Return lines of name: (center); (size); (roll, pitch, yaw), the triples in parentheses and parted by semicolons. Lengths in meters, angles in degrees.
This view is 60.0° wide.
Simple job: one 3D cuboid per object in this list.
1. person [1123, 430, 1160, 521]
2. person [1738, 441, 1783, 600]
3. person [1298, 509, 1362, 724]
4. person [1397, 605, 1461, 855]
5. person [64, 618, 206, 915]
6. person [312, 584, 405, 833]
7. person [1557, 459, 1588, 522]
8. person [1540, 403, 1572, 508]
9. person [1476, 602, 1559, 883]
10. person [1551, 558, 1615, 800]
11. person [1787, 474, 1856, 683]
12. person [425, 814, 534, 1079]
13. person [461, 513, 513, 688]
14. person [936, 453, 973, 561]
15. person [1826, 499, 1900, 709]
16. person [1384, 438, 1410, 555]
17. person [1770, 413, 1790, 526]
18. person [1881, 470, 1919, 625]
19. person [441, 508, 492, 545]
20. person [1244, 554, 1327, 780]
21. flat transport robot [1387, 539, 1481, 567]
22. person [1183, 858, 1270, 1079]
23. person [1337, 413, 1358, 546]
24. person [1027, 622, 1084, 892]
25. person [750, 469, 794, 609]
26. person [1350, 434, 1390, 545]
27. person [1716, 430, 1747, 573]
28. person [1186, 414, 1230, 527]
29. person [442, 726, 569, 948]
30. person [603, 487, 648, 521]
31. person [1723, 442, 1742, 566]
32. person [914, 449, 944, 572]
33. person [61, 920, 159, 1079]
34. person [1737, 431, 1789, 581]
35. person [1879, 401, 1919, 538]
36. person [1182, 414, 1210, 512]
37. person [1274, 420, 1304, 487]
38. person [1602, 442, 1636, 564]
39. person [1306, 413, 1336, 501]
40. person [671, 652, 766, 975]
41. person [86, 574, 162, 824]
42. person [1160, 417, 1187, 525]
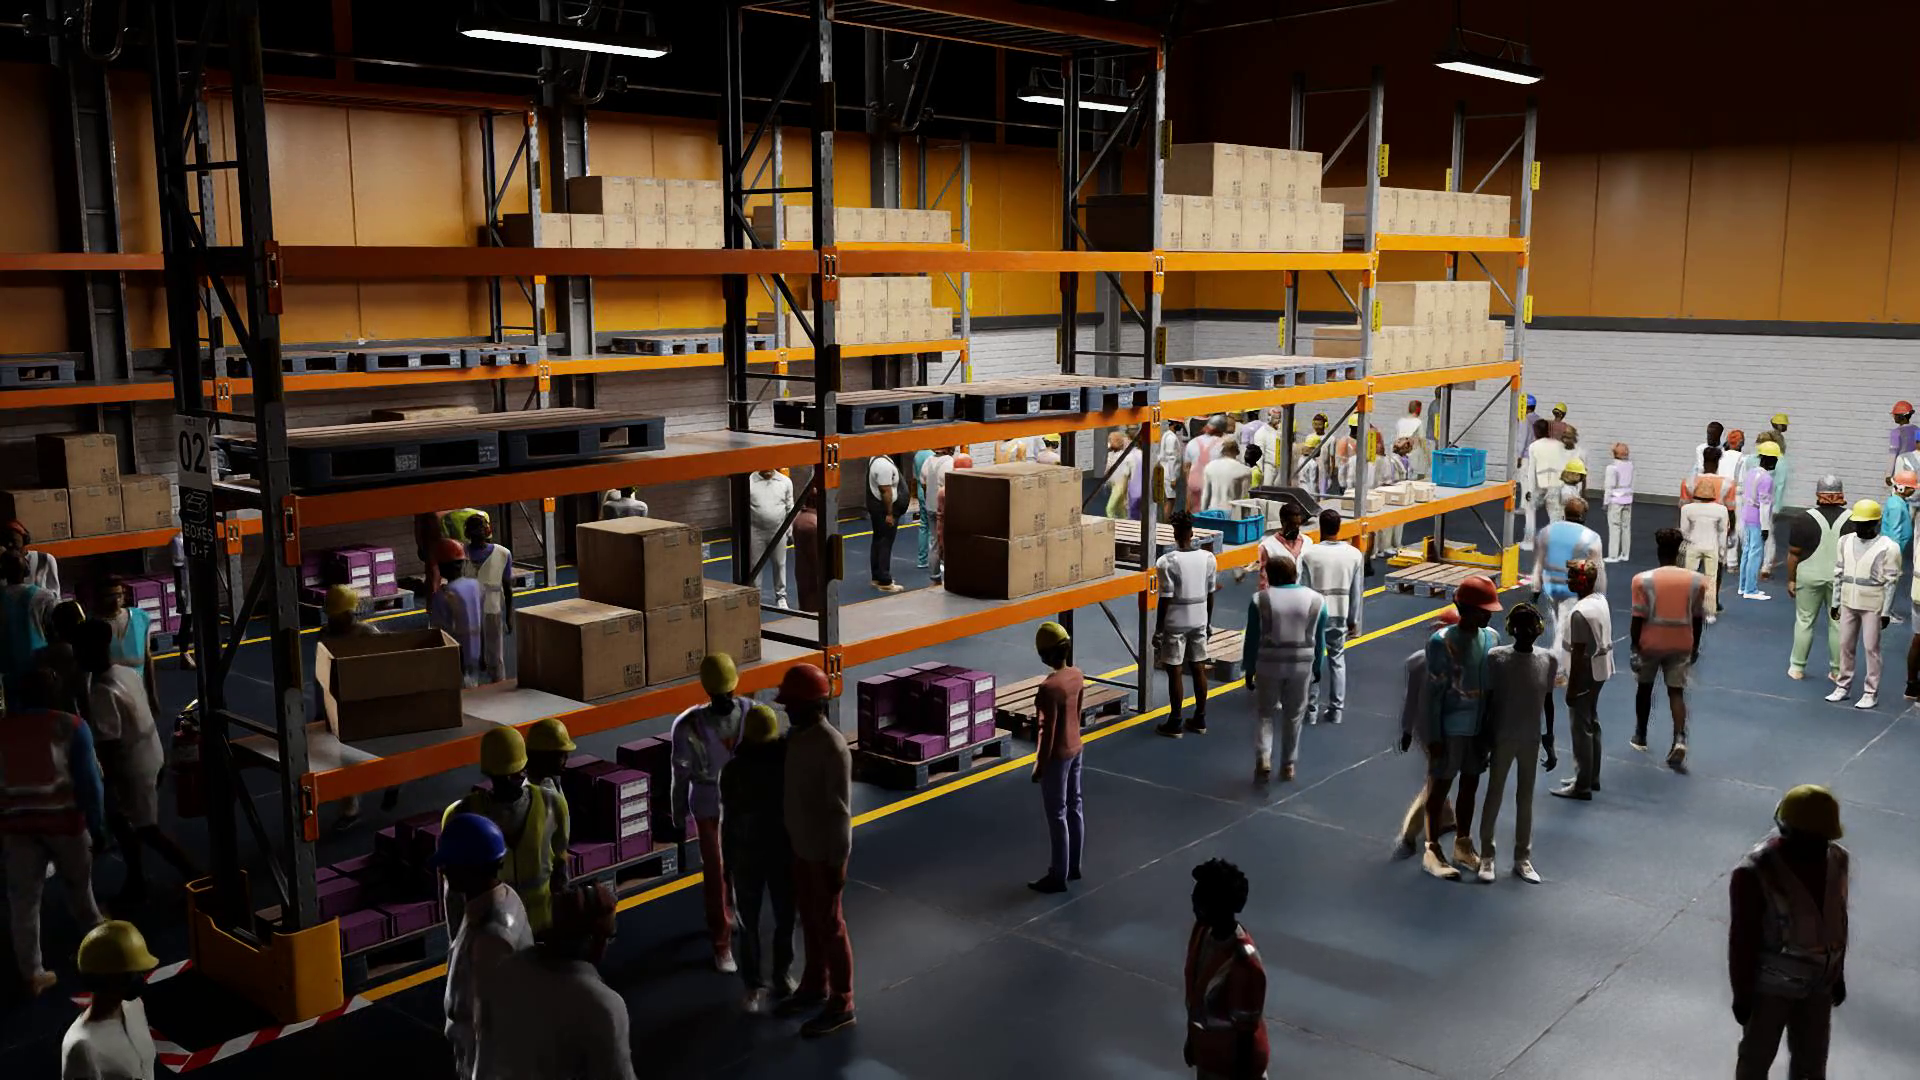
person: (2.461, -0.583, 22.492); (0.543, 1.795, 0.936); (0, 10, 2)
person: (9.657, -0.236, 20.062); (0.397, 1.920, 0.586); (2, 10, 10)
person: (3.237, 0.680, 14.633); (0.603, 1.906, 0.399); (-2, 10, -14)
person: (3.297, 1.306, 11.526); (0.909, 1.698, 0.539); (-8, 12, -38)
person: (-5.081, 1.405, 10.369); (0.783, 1.909, 0.671); (-3, 10, -16)
person: (-4.332, 1.181, 11.923); (0.621, 1.812, 0.534); (4, 10, 21)
person: (7.283, -0.107, 19.857); (0.324, 1.730, 0.491); (5, 11, 29)
person: (9.828, -1.386, 27.420); (0.532, 1.756, 0.337); (8, 12, 39)
person: (3.657, 1.322, 10.896); (0.520, 1.873, 0.328); (0, 10, 3)
person: (4.753, 1.052, 12.628); (0.392, 1.836, 0.561); (6, 11, 32)
person: (8.389, 0.359, 16.143); (0.679, 2.000, 0.535); (4, 10, 22)
person: (-1.854, 2.016, 6.566); (0.416, 1.941, 0.612); (-2, 10, -13)
person: (-4.272, 0.671, 14.844); (0.567, 1.849, 0.386); (-2, 10, -9)
person: (0.045, 0.031, 18.274); (0.614, 1.987, 0.408); (0, 10, -1)
person: (8.241, 0.578, 15.206); (0.391, 1.920, 0.587); (-5, 11, -28)
person: (6.087, -0.613, 23.181); (0.318, 1.631, 0.522); (8, 12, 40)
person: (12.475, -1.061, 25.440); (0.326, 1.767, 0.533); (9, 13, 42)
person: (10.548, 0.078, 18.717); (0.349, 1.740, 0.574); (5, 11, 29)
person: (-5.316, 0.227, 17.952); (0.533, 1.697, 0.319); (-3, 10, -15)
person: (2.527, 1.003, 12.970); (0.652, 1.822, 0.460); (0, 10, 2)
flat transport robot: (6.412, 0.183, 22.465); (0.652, 0.197, 1.431); (9, 13, 42)
person: (1.081, 2.108, 6.774); (0.323, 1.691, 0.536); (-2, 10, -11)
person: (5.610, -0.854, 23.766); (0.582, 1.919, 0.395); (-8, 13, -41)
person: (0.618, 1.397, 10.792); (0.328, 1.760, 0.524); (5, 11, 30)
person: (-2.236, -0.096, 19.290); (0.644, 1.900, 0.399); (-2, 10, -12)
person: (5.767, -0.654, 23.226); (0.832, 1.710, 0.584); (-5, 11, -28)
person: (10.120, -0.514, 21.865); (0.347, 1.877, 0.576); (-6, 11, -31)
person: (3.412, -0.751, 22.769); (0.701, 2.000, 0.593); (6, 11, 34)
person: (-2.118, 1.804, 7.854); (0.594, 1.924, 0.382); (-5, 11, -28)
person: (-3.520, 0.189, 17.663); (0.516, 1.873, 0.329); (1, 10, 5)
person: (10.326, -0.497, 22.288); (0.321, 1.693, 0.530); (5, 11, 28)
person: (-0.343, -0.530, 21.888); (0.398, 1.899, 0.649); (-5, 11, -29)
person: (-3.089, 2.208, 5.970); (0.653, 1.750, 0.535); (0, 10, 0)
person: (10.181, -0.425, 21.149); (0.572, 1.926, 0.673); (-4, 10, -23)
person: (13.806, -1.024, 24.436); (0.606, 2.036, 0.409); (-5, 11, -26)
person: (3.698, -1.190, 25.447); (0.613, 2.028, 0.409); (6, 11, 32)
person: (4.556, -0.724, 23.012); (0.454, 1.901, 0.604); (6, 11, 31)
person: (8.895, -0.497, 22.453); (0.522, 1.636, 0.311); (-5, 11, -26)
person: (5.232, -0.926, 24.329); (0.510, 1.871, 0.328); (8, 12, 38)
person: (-1.395, 1.525, 9.643); (0.614, 1.893, 0.705); (-5, 11, -29)
person: (-6.148, 1.142, 12.099); (0.398, 1.834, 0.568); (7, 12, 35)
person: (3.115, -0.953, 24.330); (0.389, 1.925, 0.549); (0, 10, 3)
